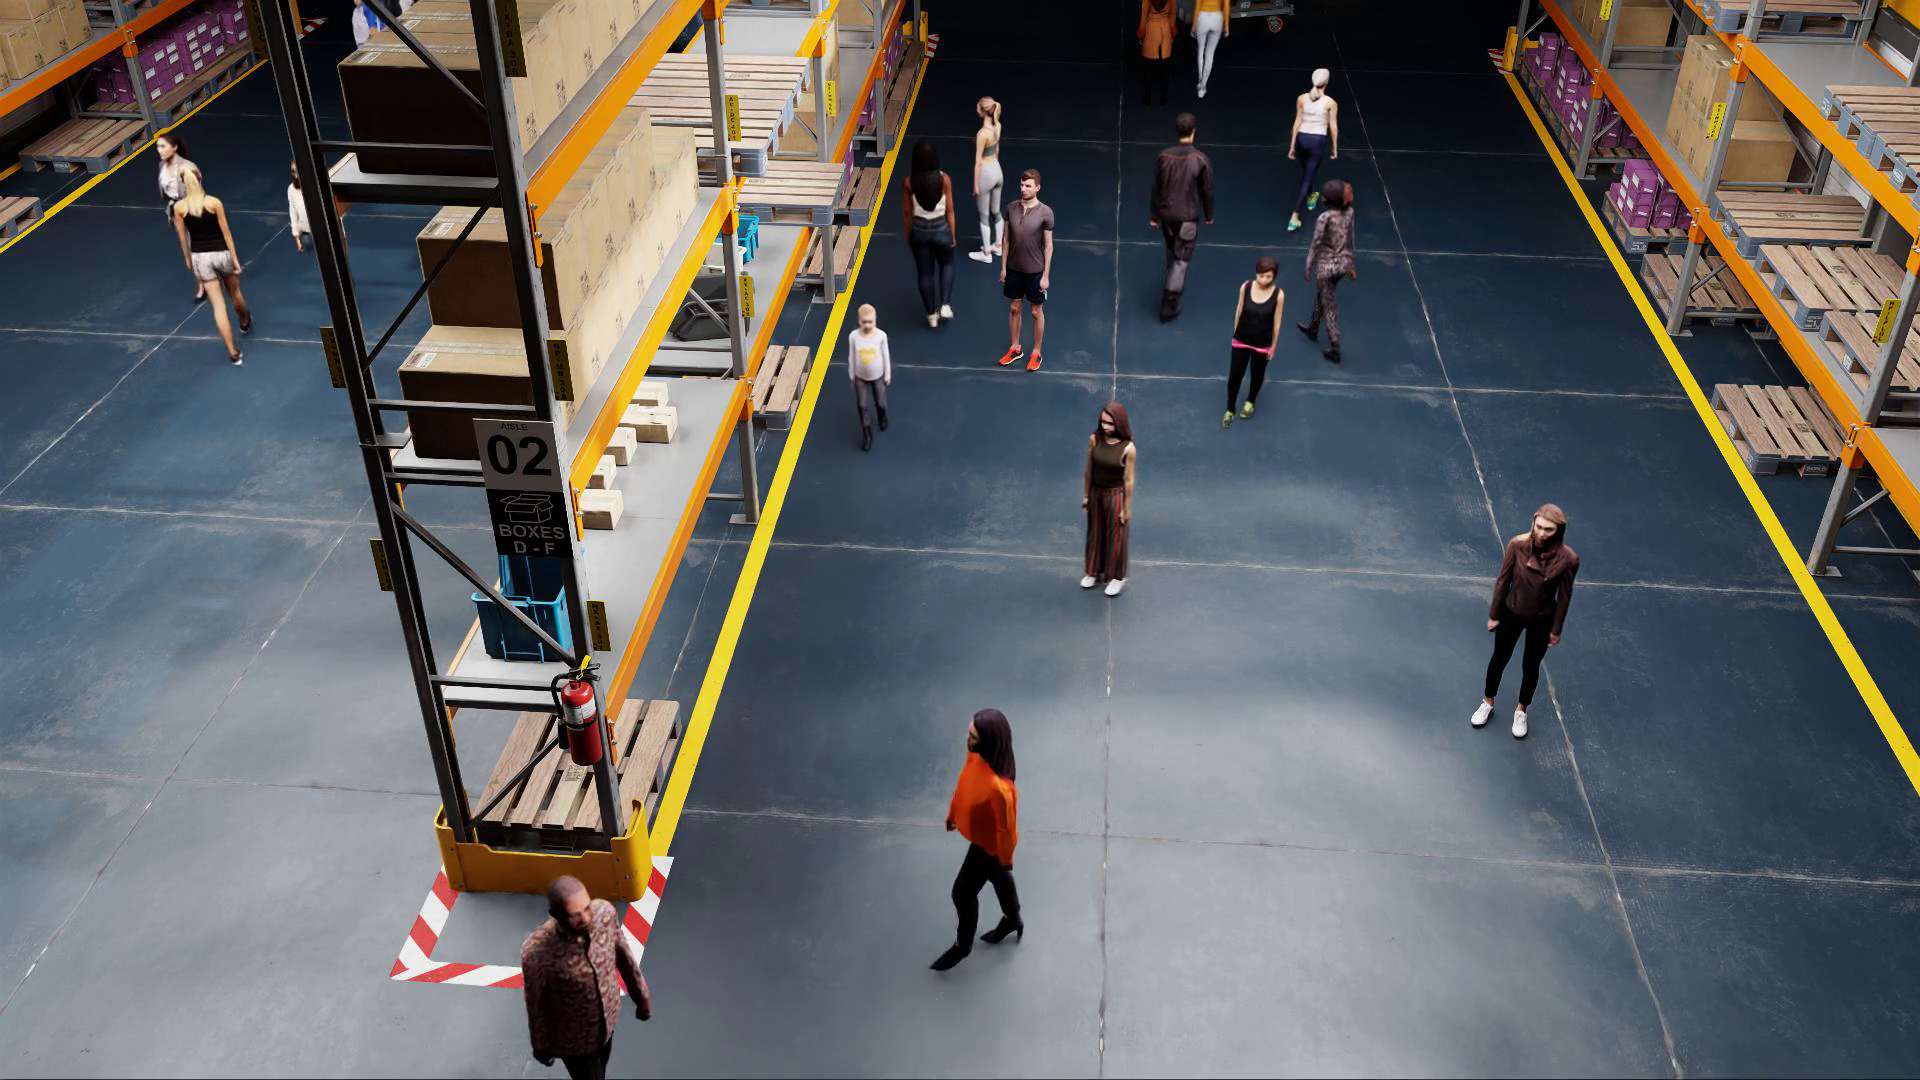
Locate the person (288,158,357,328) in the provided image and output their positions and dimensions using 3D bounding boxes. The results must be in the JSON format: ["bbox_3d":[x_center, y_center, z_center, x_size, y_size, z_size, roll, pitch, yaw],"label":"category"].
[{"bbox_3d":[-5.968,-2.850,15.656,0.636,1.648,1.019,3,34,4],"label":"person"}]

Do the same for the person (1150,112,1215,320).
[{"bbox_3d":[2.039,-3.008,15.674,0.995,1.893,1.312,14,36,20],"label":"person"}]

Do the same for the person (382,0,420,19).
[{"bbox_3d":[-6.985,-6.457,20.862,0.812,1.894,0.832,-10,35,-15],"label":"person"}]

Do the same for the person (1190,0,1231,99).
[{"bbox_3d":[3.149,-6.451,20.996,0.657,1.735,0.701,5,34,8],"label":"person"}]

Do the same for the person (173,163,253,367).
[{"bbox_3d":[-6.701,-2.458,14.927,0.914,1.803,1.207,-9,35,-14],"label":"person"}]

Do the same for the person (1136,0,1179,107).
[{"bbox_3d":[2.463,-6.301,20.785,0.730,1.720,0.653,-3,34,-5],"label":"person"}]

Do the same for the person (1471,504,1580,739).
[{"bbox_3d":[3.609,0.498,10.575,0.666,1.698,0.620,15,37,22],"label":"person"}]

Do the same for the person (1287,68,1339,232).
[{"bbox_3d":[3.661,-4.062,17.481,0.975,1.648,1.275,18,38,25],"label":"person"}]

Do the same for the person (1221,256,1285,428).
[{"bbox_3d":[2.520,-1.736,14.086,0.657,1.532,0.800,12,35,17],"label":"person"}]

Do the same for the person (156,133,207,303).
[{"bbox_3d":[-7.394,-3.146,16.090,0.769,1.662,0.890,15,36,21],"label":"person"}]

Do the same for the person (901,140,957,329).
[{"bbox_3d":[-0.282,-2.784,15.429,0.675,1.790,0.668,3,34,5],"label":"person"}]

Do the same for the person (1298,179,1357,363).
[{"bbox_3d":[3.376,-2.372,14.906,0.902,1.683,1.030,-15,36,-21],"label":"person"}]

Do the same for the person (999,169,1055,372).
[{"bbox_3d":[0.599,-2.415,14.817,0.715,1.854,0.680,16,37,22],"label":"person"}]

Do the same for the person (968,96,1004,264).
[{"bbox_3d":[0.294,-3.644,16.803,0.703,1.702,0.599,21,39,28],"label":"person"}]

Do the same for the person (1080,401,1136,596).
[{"bbox_3d":[1.064,-0.321,11.930,0.630,1.562,0.660,23,40,31],"label":"person"}]

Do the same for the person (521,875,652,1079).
[{"bbox_3d":[-1.837,2.225,7.901,1.084,1.782,1.079,24,40,31],"label":"person"}]

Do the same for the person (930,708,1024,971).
[{"bbox_3d":[0.236,1.577,8.922,0.836,1.730,0.840,-7,34,-10],"label":"person"}]

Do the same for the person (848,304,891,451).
[{"bbox_3d":[-0.749,-1.397,13.814,0.507,1.269,0.673,1,34,2],"label":"person"}]
